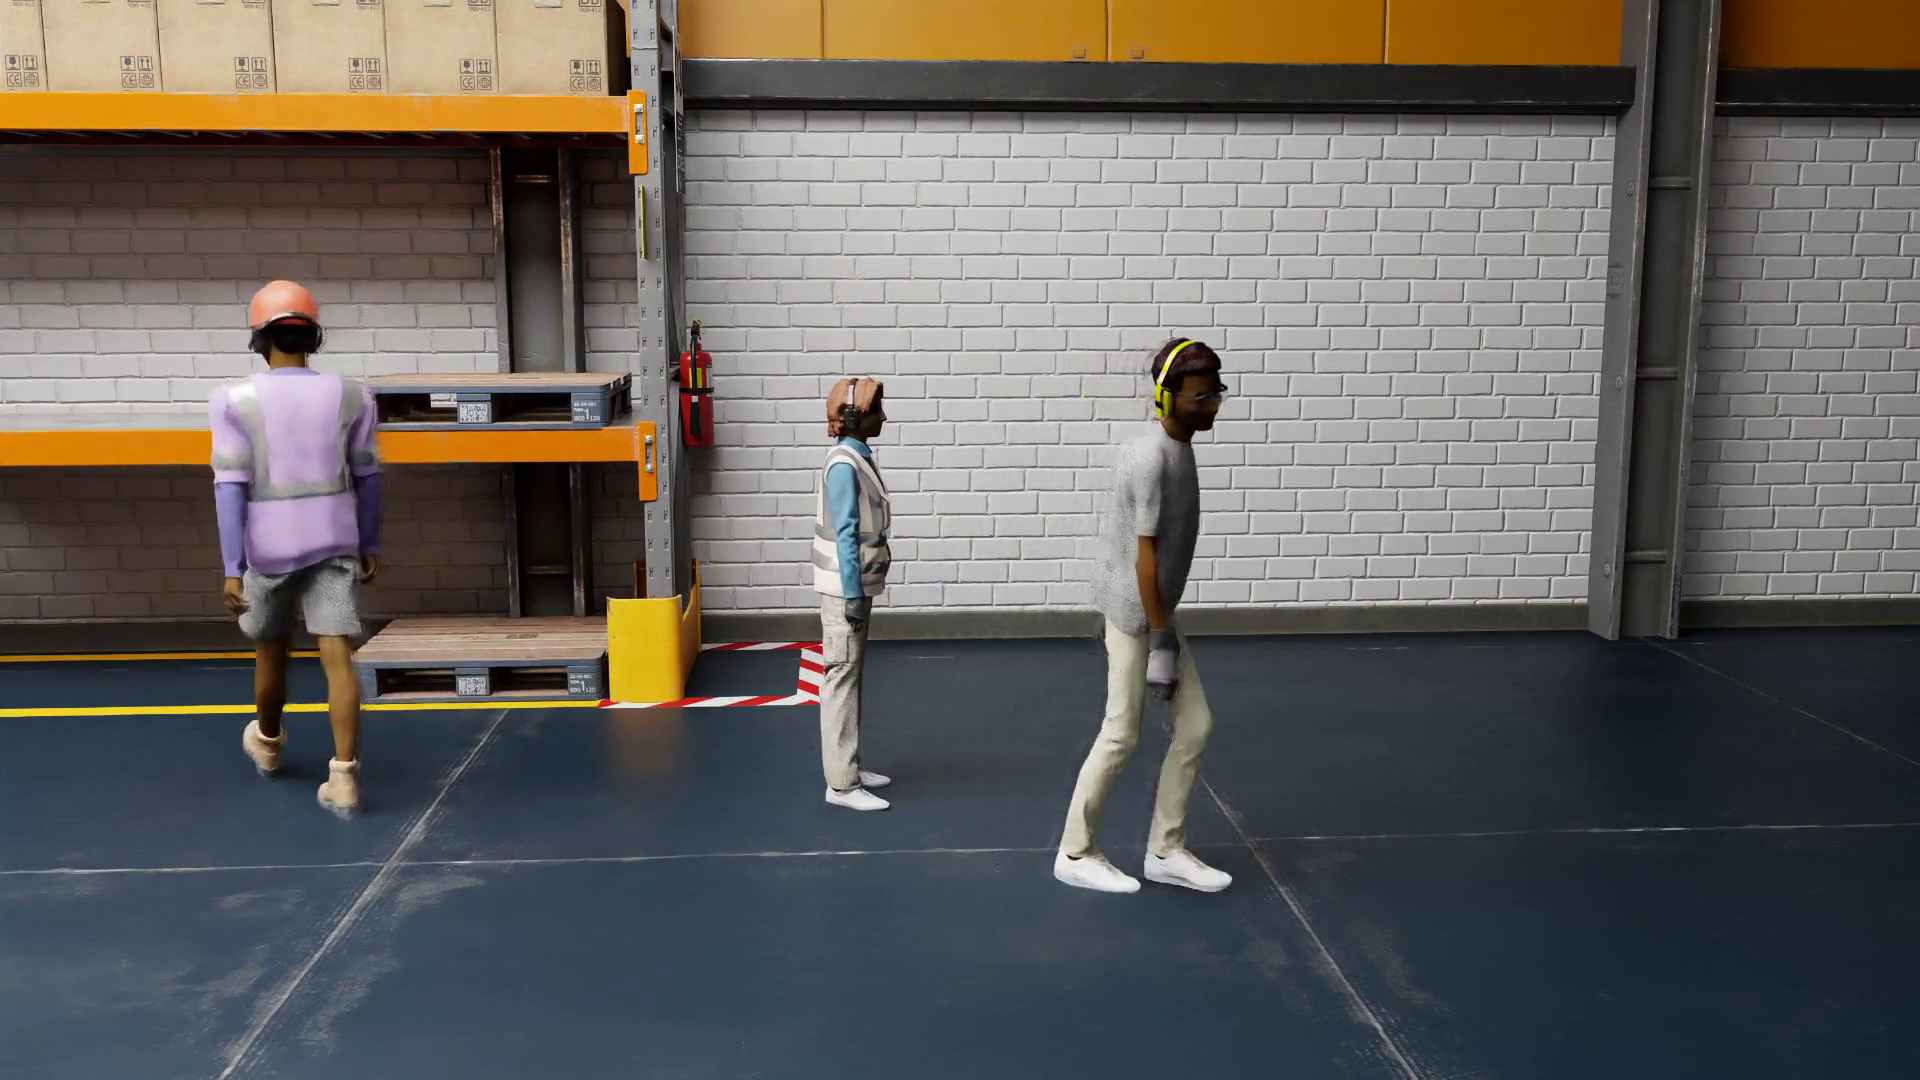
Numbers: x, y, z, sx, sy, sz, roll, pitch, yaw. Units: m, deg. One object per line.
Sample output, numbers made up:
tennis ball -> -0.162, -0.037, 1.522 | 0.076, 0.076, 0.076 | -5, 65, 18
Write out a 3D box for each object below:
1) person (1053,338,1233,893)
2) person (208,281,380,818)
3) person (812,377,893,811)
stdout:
person -> 0.606, 0.272, 5.313 | 0.703, 1.825, 0.533 | 4, 10, 25
person -> -2.562, 0.013, 6.428 | 0.632, 1.989, 1.038 | -6, 11, -34
person -> -0.409, 0.198, 6.367 | 0.314, 1.642, 0.514 | 0, 9, 2
